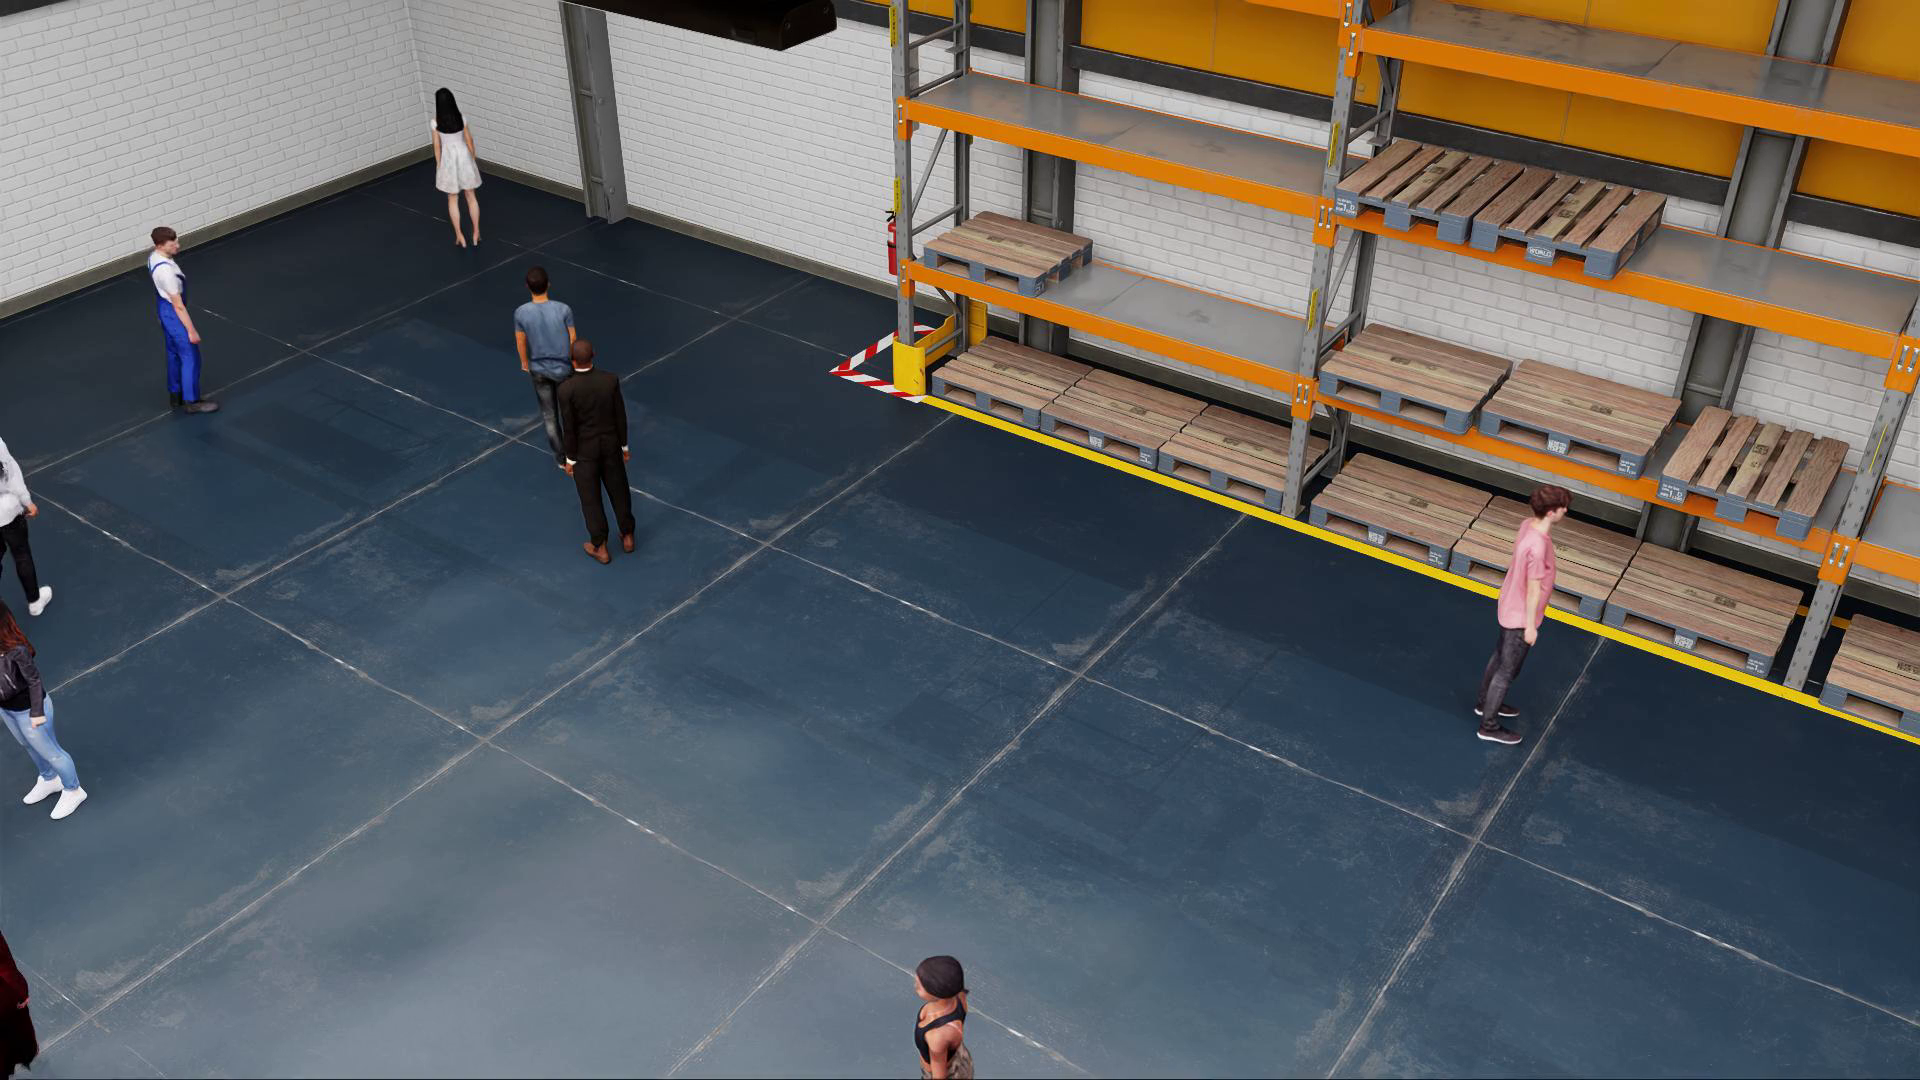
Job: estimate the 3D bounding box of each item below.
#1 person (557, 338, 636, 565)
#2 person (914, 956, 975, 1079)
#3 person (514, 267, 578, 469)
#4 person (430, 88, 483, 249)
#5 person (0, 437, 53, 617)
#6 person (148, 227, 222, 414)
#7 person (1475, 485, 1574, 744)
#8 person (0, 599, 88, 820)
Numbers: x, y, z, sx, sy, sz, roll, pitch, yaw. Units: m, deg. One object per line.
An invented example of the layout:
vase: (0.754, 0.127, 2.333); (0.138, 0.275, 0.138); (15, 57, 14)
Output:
person: (-2.839, -0.705, 12.991); (0.773, 1.904, 0.757); (-19, 38, -26)
person: (-0.077, 2.642, 8.137); (0.669, 1.703, 0.655); (5, 34, 7)
person: (-3.485, -1.428, 14.180); (0.973, 1.792, 1.033); (-6, 34, -8)
person: (-5.477, -4.054, 18.155); (0.764, 1.764, 0.791); (-14, 36, -20)
person: (-7.125, -0.176, 12.191); (1.002, 1.909, 1.048); (-4, 34, -5)
person: (-7.122, -1.991, 14.998); (0.700, 1.824, 0.979); (24, 41, 32)
person: (3.744, 0.477, 11.165); (0.695, 1.957, 0.705); (5, 34, 8)
person: (-5.972, 1.047, 10.599); (0.491, 1.634, 0.685); (20, 38, 27)
